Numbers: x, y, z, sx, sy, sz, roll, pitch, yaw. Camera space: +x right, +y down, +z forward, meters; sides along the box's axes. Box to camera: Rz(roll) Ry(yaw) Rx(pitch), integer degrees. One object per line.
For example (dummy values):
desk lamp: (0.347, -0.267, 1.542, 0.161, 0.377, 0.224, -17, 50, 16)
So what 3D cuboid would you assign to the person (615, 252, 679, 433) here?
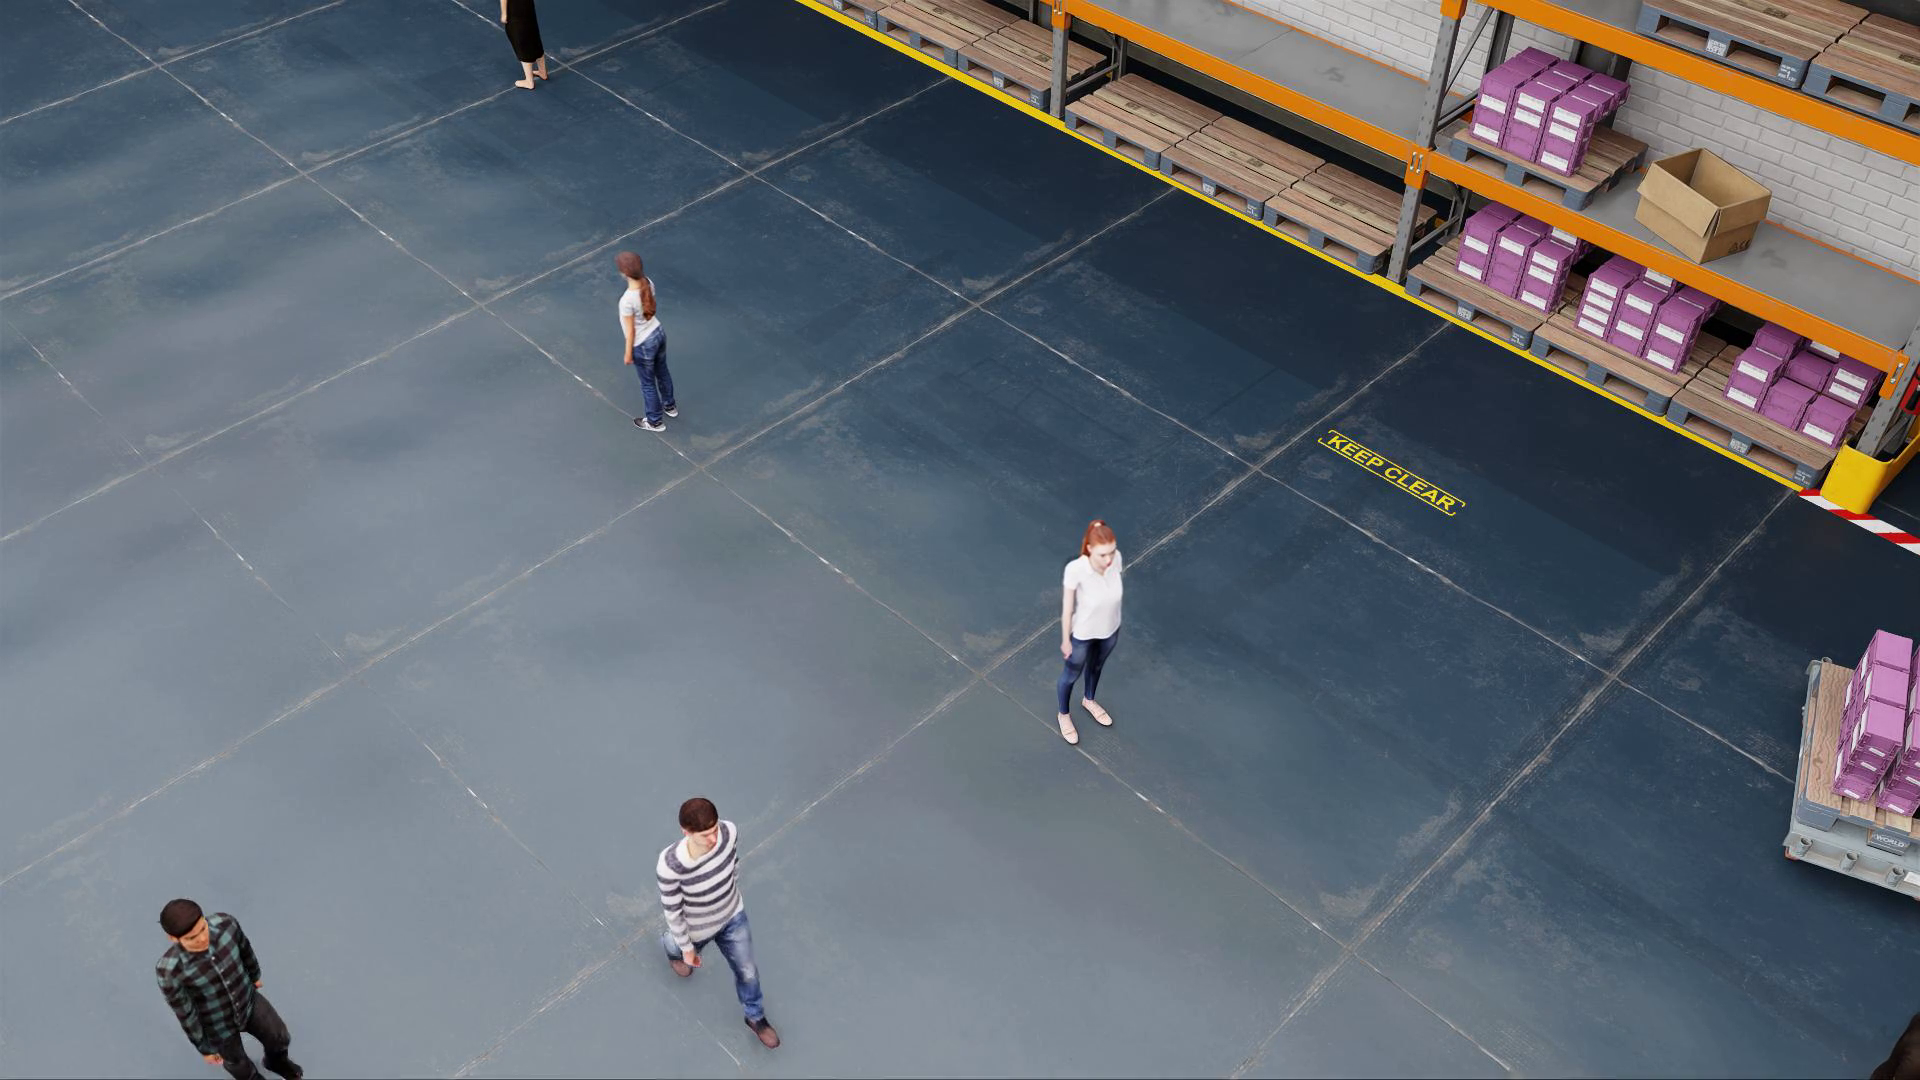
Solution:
person: (-2.377, -1.515, 12.574, 0.608, 1.563, 0.602, 20, 47, 20)

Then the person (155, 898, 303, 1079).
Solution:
person: (-3.813, 2.358, 8.508, 0.639, 1.702, 0.713, 27, 50, 25)

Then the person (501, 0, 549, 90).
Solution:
person: (-4.363, -5.270, 16.470, 0.643, 1.625, 0.622, 22, 48, 22)

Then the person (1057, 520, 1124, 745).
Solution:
person: (0.810, 0.545, 10.285, 0.618, 1.737, 0.601, -22, 48, -21)

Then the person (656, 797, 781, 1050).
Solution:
person: (-1.392, 1.924, 8.782, 0.766, 1.815, 1.210, -27, 50, -25)
